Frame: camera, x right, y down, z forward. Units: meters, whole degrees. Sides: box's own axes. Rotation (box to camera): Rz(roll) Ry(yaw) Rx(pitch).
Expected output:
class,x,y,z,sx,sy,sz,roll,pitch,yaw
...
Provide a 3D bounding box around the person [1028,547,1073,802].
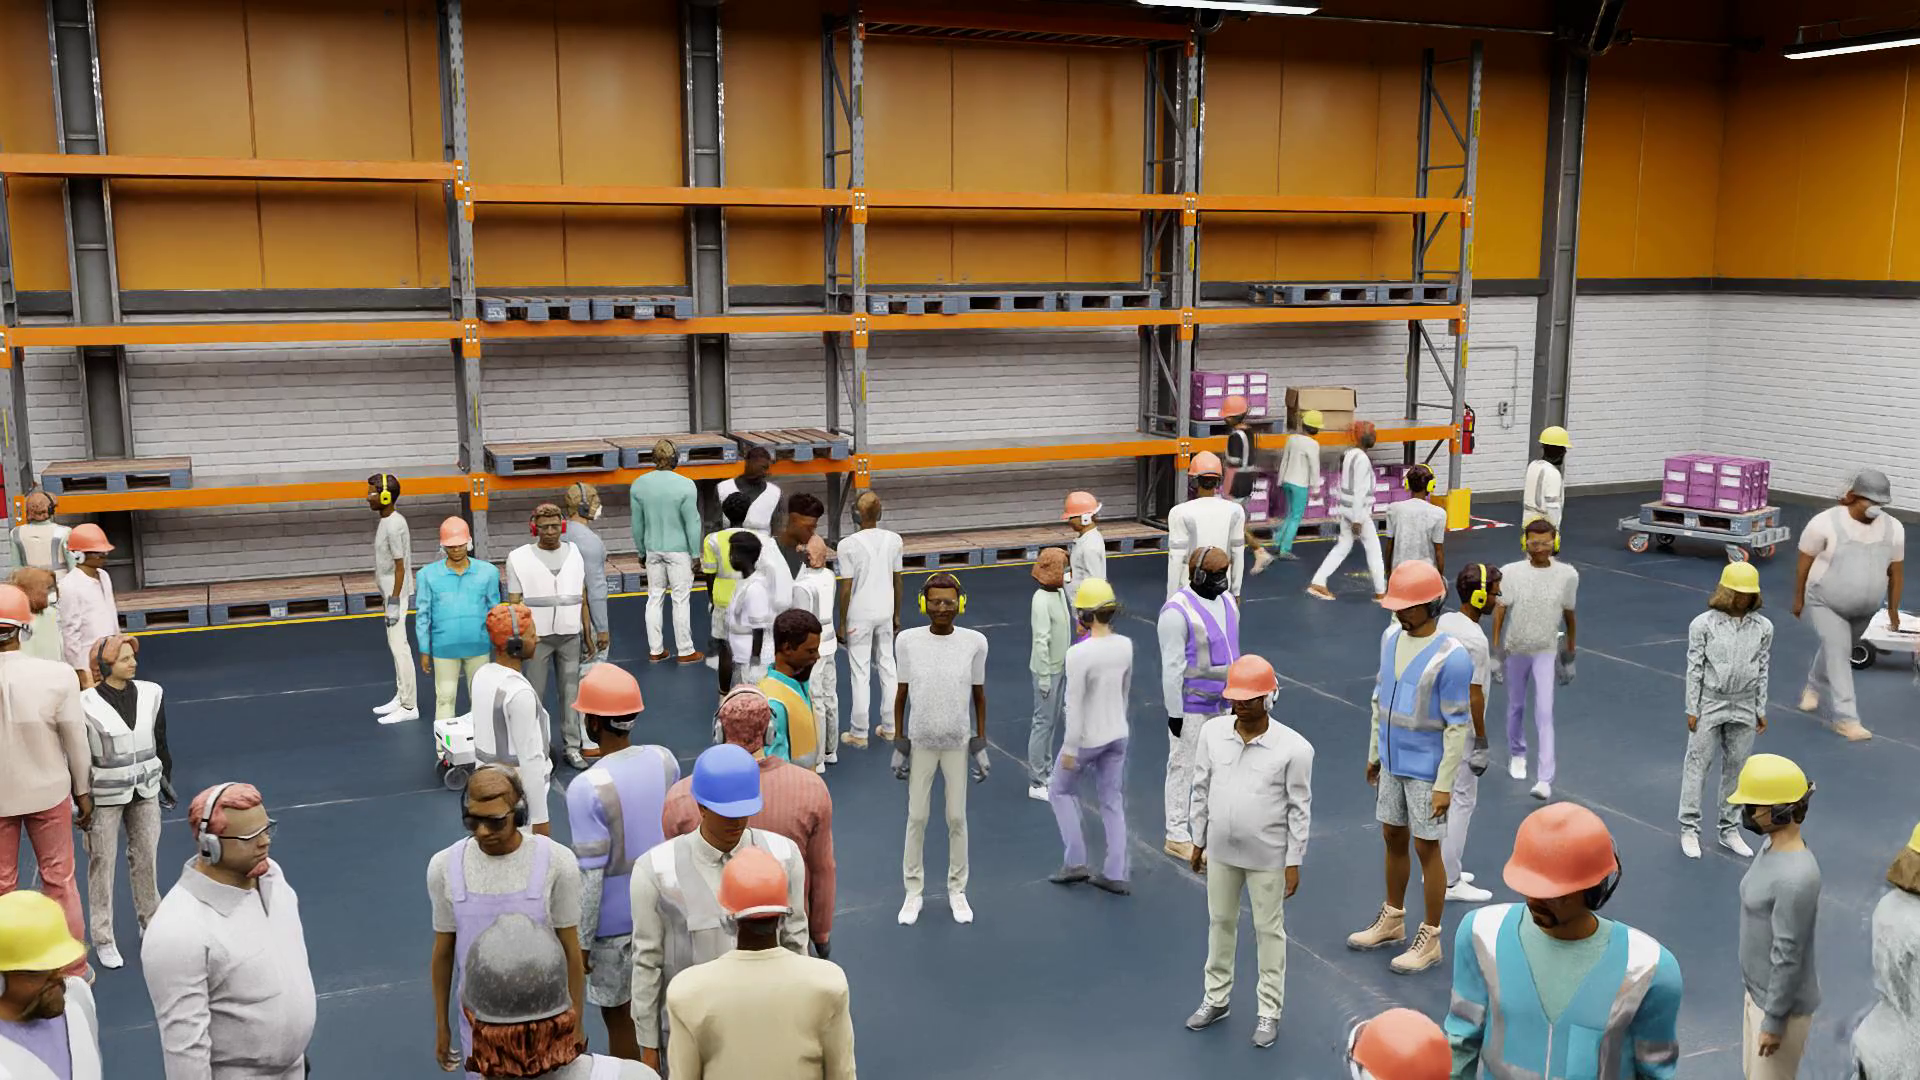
class,x,y,z,sx,sy,sz,roll,pitch,yaw
person,0.587,0.850,10.687,0.273,1.632,0.507,3,10,16

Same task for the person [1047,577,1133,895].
class,x,y,z,sx,sy,sz,roll,pitch,yaw
person,0.697,1.067,9.098,0.544,1.752,0.552,-9,13,-41

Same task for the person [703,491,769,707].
class,x,y,z,sx,sy,sz,roll,pitch,yaw
person,-1.683,0.472,12.686,0.535,1.697,0.318,0,10,-2

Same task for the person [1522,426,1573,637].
class,x,y,z,sx,sy,sz,roll,pitch,yaw
person,5.350,-0.082,15.225,0.383,1.923,0.590,0,10,-2

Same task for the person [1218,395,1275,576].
class,x,y,z,sx,sy,sz,roll,pitch,yaw
person,2.926,-0.543,17.624,0.680,2.008,0.637,4,11,21

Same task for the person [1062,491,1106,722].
class,x,y,z,sx,sy,sz,roll,pitch,yaw
person,0.916,0.500,12.370,0.335,1.747,0.561,0,10,2

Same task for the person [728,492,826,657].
class,x,y,z,sx,sy,sz,roll,pitch,yaw
person,-1.213,0.622,11.178,0.662,1.920,0.624,-8,12,-37

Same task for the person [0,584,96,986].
class,x,y,z,sx,sy,sz,roll,pitch,yaw
person,-4.351,1.189,7.696,0.612,1.995,0.382,-6,11,-29

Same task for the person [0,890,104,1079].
class,x,y,z,sx,sy,sz,roll,pitch,yaw
person,-2.528,1.823,4.546,0.411,1.822,0.595,2,10,11

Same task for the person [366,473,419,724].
class,x,y,z,sx,sy,sz,roll,pitch,yaw
person,-4.254,0.430,12.427,0.326,1.872,0.518,-4,11,-23

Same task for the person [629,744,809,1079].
class,x,y,z,sx,sy,sz,roll,pitch,yaw
person,-0.778,1.601,5.493,0.605,1.939,0.414,-4,11,-23

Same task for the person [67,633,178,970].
class,x,y,z,sx,sy,sz,roll,pitch,yaw
person,-4.145,1.269,8.241,0.310,1.645,0.514,6,12,33

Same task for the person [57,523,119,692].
class,x,y,z,sx,sy,sz,roll,pitch,yaw
person,-5.651,0.756,10.884,0.342,1.751,0.564,-1,10,-3

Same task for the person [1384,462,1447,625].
class,x,y,z,sx,sy,sz,roll,pitch,yaw
person,3.577,0.320,13.104,0.501,1.861,0.334,7,12,35

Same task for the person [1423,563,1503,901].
class,x,y,z,sx,sy,sz,roll,pitch,yaw
person,2.730,1.035,8.998,0.344,1.857,0.525,-1,10,-8

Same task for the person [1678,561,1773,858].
class,x,y,z,sx,sy,sz,roll,pitch,yaw
person,4.443,0.979,9.634,0.486,1.744,0.298,0,10,-3

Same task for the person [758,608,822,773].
class,x,y,z,sx,sy,sz,roll,pitch,yaw
person,-0.802,1.248,7.592,0.399,1.913,0.589,0,10,1

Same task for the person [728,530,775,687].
class,x,y,z,sx,sy,sz,roll,pitch,yaw
person,-1.363,0.779,10.977,0.342,1.677,0.566,-3,10,-15

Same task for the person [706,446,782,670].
class,x,y,z,sx,sy,sz,roll,pitch,yaw
person,-1.811,0.144,14.059,0.623,1.894,0.428,-2,10,-14

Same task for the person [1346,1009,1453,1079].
class,x,y,z,sx,sy,sz,roll,pitch,yaw
person,0.948,1.942,4.238,0.619,1.697,0.851,-2,10,-13

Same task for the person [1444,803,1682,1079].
class,x,y,z,sx,sy,sz,roll,pitch,yaw
person,1.636,1.701,4.625,0.614,2.035,0.395,6,11,29

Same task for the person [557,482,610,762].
class,x,y,z,sx,sy,sz,roll,pitch,yaw
person,-2.599,0.559,11.490,0.371,1.940,0.630,-8,13,-39

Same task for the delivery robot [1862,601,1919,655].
class,x,y,z,sx,sy,sz,roll,pitch,yaw
delivery robot,7.838,0.761,14.038,0.707,0.478,0.477,4,11,23

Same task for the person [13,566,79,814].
class,x,y,z,sx,sy,sz,roll,pitch,yaw
person,-5.524,0.960,10.099,0.437,1.618,0.510,1,10,3

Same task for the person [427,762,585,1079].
class,x,y,z,sx,sy,sz,roll,pitch,yaw
person,-1.530,1.629,5.638,0.517,1.835,0.361,0,10,-2

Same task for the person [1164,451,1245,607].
class,x,y,z,sx,sy,sz,roll,pitch,yaw
person,1.796,0.357,12.346,0.616,2.041,0.382,-3,10,-17

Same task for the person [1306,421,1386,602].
class,x,y,z,sx,sy,sz,roll,pitch,yaw
person,3.959,-0.282,16.640,0.963,1.843,0.591,0,10,-1

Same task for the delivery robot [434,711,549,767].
class,x,y,z,sx,sy,sz,roll,pitch,yaw
delivery robot,-3.110,1.280,11.047,0.707,0.478,0.477,-6,11,-30

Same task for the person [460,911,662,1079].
class,x,y,z,sx,sy,sz,roll,pitch,yaw
person,-1.008,1.832,3.857,0.682,2.000,0.537,-7,12,-36

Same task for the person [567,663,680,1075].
class,x,y,z,sx,sy,sz,roll,pitch,yaw
person,-1.323,1.430,6.467,0.371,1.939,0.543,6,11,31

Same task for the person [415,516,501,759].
class,x,y,z,sx,sy,sz,roll,pitch,yaw
person,-3.352,0.705,11.175,0.573,1.750,0.329,-4,11,-23

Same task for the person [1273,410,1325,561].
class,x,y,z,sx,sy,sz,roll,pitch,yaw
person,3.847,-0.615,18.852,0.505,1.725,0.542,-4,11,-22

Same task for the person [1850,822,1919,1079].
class,x,y,z,sx,sy,sz,roll,pitch,yaw
person,3.082,1.718,5.409,0.425,1.712,0.507,2,10,11

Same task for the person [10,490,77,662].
class,x,y,z,sx,sy,sz,roll,pitch,yaw
person,-7.170,0.429,13.096,0.524,1.639,0.306,-1,10,-3

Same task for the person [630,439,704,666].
class,x,y,z,sx,sy,sz,roll,pitch,yaw
person,-2.471,0.107,14.091,0.628,1.940,0.373,3,10,18

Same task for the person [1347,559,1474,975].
class,x,y,z,sx,sy,sz,roll,pitch,yaw
person,2.197,1.094,8.129,0.380,2.036,0.608,-5,11,-25

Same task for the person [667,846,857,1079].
class,x,y,z,sx,sy,sz,roll,pitch,yaw
person,-0.589,1.774,5.016,0.561,1.751,0.336,-1,10,-5

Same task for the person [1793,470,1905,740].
class,x,y,z,sx,sy,sz,roll,pitch,yaw
person,6.547,0.365,12.310,0.690,2.000,1.088,0,10,-1

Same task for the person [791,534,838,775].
class,x,y,z,sx,sy,sz,roll,pitch,yaw
person,-0.986,0.762,11.173,0.310,1.642,0.514,4,10,20

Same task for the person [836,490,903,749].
class,x,y,z,sx,sy,sz,roll,pitch,yaw
person,-0.644,0.558,11.764,0.507,1.847,0.345,-6,12,-31

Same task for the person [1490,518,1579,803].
class,x,y,z,sx,sy,sz,roll,pitch,yaw
person,3.690,0.758,10.732,0.538,1.802,1.016,4,11,22

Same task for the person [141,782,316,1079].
class,x,y,z,sx,sy,sz,roll,pitch,yaw
person,-2.202,1.672,5.169,0.407,1.906,0.655,1,10,4

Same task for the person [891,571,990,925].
class,x,y,z,sx,sy,sz,roll,pitch,yaw
person,-0.105,1.079,8.676,0.517,1.877,0.327,0,10,-1

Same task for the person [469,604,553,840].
class,x,y,z,sx,sy,sz,roll,pitch,yaw
person,-2.080,1.225,7.811,0.352,1.883,0.580,-8,13,-38

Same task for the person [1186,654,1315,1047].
class,x,y,z,sx,sy,sz,roll,pitch,yaw
person,1.270,1.362,7.393,0.560,1.752,0.324,6,12,32

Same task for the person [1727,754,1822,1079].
class,x,y,z,sx,sy,sz,roll,pitch,yaw
person,2.865,1.619,5.918,0.342,1.754,0.534,3,10,18

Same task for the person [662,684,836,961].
class,x,y,z,sx,sy,sz,roll,pitch,yaw
person,-0.791,1.480,6.276,0.642,1.909,0.408,-2,10,-14

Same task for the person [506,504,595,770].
class,x,y,z,sx,sy,sz,roll,pitch,yaw
person,-2.750,0.657,11.191,0.571,1.843,0.372,-6,11,-30

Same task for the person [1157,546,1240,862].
class,x,y,z,sx,sy,sz,roll,pitch,yaw
person,1.404,0.935,9.629,0.430,1.836,0.626,10,14,44
